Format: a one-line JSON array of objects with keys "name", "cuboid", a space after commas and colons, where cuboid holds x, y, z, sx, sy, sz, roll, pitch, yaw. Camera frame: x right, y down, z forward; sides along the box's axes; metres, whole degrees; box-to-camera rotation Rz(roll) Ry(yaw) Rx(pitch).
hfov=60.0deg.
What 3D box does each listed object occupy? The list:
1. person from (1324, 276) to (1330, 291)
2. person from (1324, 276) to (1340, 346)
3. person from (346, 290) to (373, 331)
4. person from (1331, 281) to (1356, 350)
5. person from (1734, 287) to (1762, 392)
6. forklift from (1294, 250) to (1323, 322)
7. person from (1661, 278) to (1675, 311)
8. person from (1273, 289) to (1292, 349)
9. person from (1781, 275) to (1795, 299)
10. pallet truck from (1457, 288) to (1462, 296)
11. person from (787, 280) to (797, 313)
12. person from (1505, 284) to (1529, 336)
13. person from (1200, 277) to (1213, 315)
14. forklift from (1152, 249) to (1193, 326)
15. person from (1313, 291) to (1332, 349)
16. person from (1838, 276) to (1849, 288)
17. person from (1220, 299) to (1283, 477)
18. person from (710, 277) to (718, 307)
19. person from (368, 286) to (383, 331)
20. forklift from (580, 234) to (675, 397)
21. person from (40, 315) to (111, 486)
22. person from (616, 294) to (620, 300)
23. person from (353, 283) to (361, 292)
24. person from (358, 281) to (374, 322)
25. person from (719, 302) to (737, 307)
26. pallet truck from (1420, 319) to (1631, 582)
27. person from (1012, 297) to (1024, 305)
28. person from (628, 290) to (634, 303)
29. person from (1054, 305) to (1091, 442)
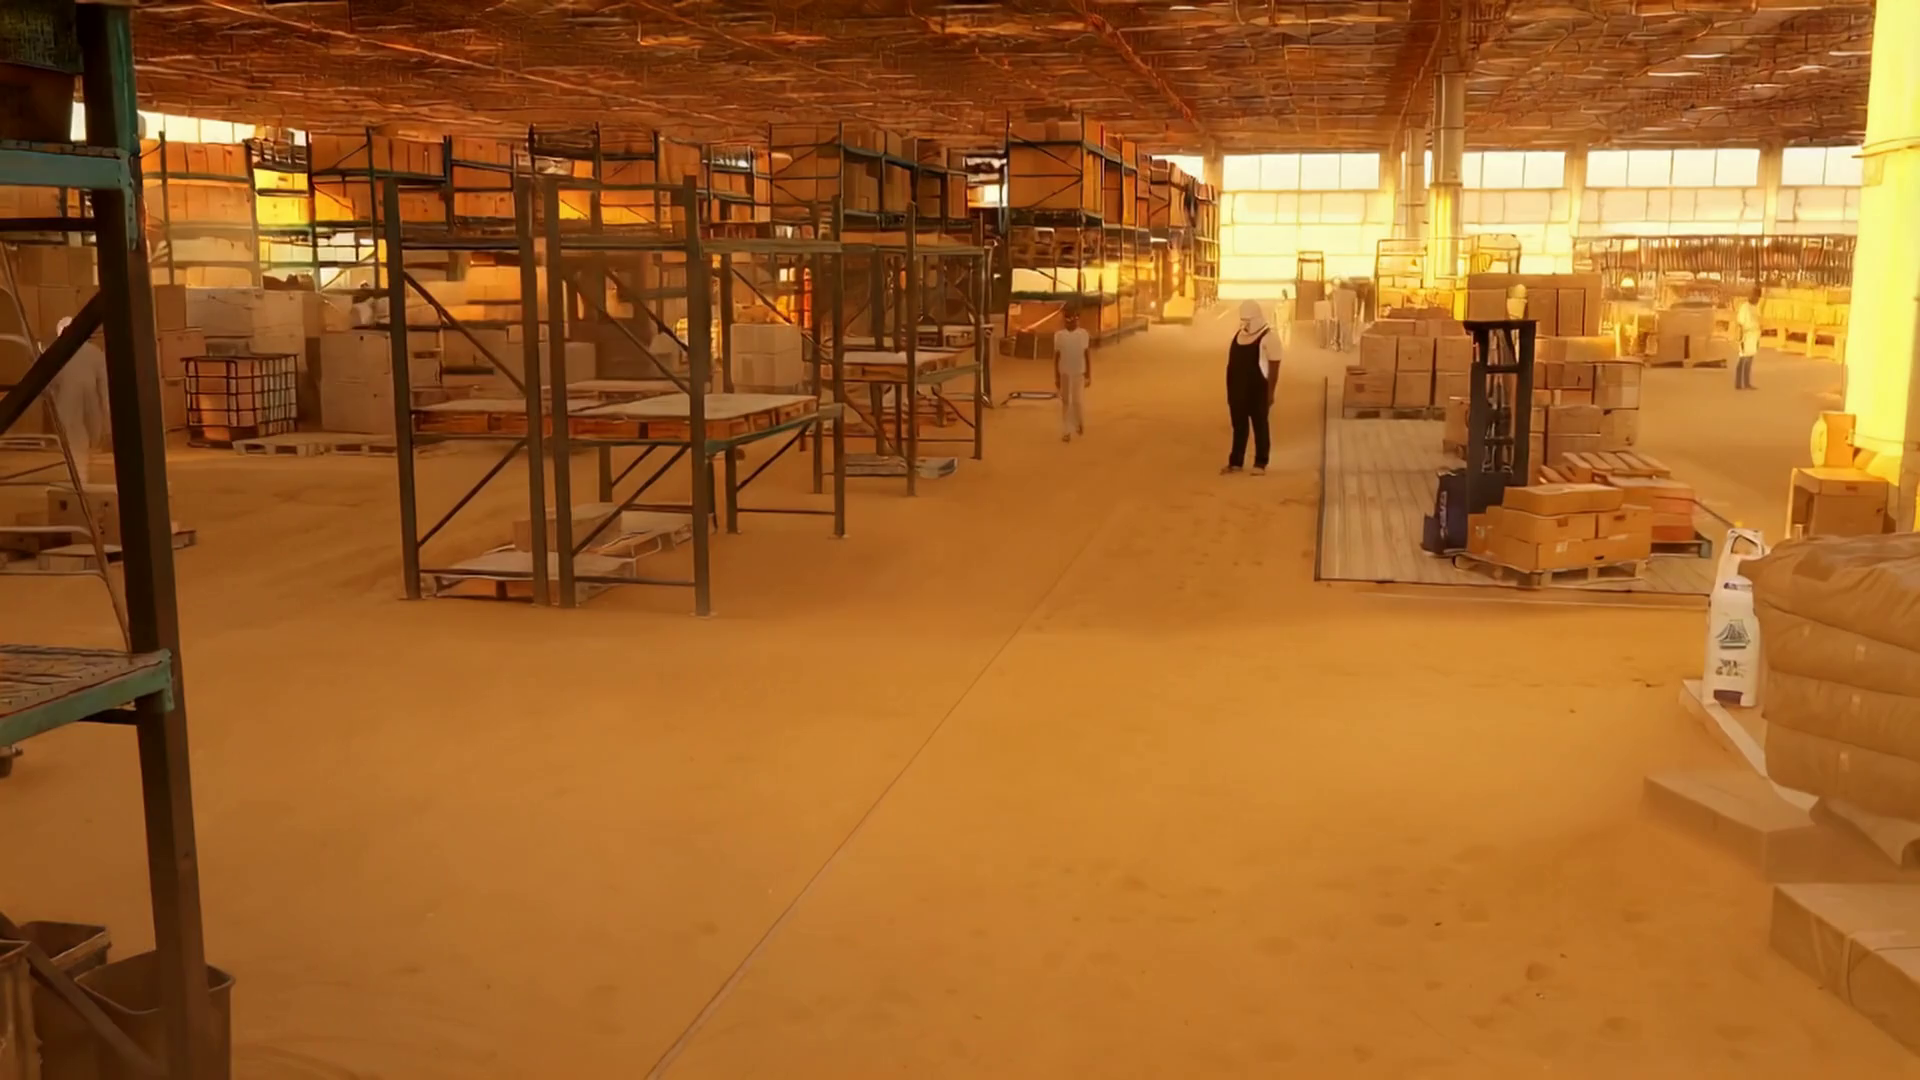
[{"name": "person", "cuboid": [19.022, -12.825, 85.933, 0.521, 1.604, 0.819, -8, 12, -38]}, {"name": "person", "cuboid": [10.693, -6.543, 47.618, 0.623, 1.996, 1.089, 4, 10, 24]}, {"name": "person", "cuboid": [-12.605, -4.338, 35.036, 0.552, 1.823, 0.629, 4, 10, 22]}, {"name": "person", "cuboid": [10.507, -6.148, 45.560, 0.649, 1.894, 0.472, 3, 10, 19]}, {"name": "person", "cuboid": [14.808, -3.759, 31.170, 0.612, 1.963, 0.363, -7, 12, -35]}, {"name": "forklift", "cuboid": [13.778, -10.002, 65.433, 1.129, 2.768, 1.873, 2, 10, 12]}, {"name": "person", "cuboid": [24.694, -8.221, 58.044, 0.403, 1.819, 0.599, 7, 12, 37]}, {"name": "person", "cuboid": [8.910, -6.142, 46.155, 0.543, 1.671, 0.647, -1, 10, -8]}, {"name": "person", "cuboid": [35.843, -10.581, 72.061, 0.601, 1.813, 0.385, -2, 10, -10]}, {"name": "pallet truck", "cuboid": [20.506, -9.785, 68.819, 0.653, 1.274, 1.630, 2, 10, 12]}, {"name": "person", "cuboid": [-7.475, -10.917, 73.958, 0.571, 1.830, 0.548, 3, 10, 16]}, {"name": "person", "cuboid": [12.582, -4.819, 37.583, 0.390, 1.920, 0.587, -7, 12, -36]}, {"name": "person", "cuboid": [10.895, -10.775, 73.474, 0.530, 1.702, 0.929, 1, 10, 4]}, {"name": "forklift", "cuboid": [7.646, -9.320, 61.395, 1.873, 2.768, 1.129, 2, 10, 11]}, {"name": "person", "cuboid": [10.076, -6.102, 46.135, 0.519, 1.591, 0.849, 3, 10, 16]}, {"name": "person", "cuboid": [37.849, -10.427, 71.215, 0.970, 1.785, 0.599, -3, 10, -16]}, {"name": "person", "cuboid": [3.289, -1.733, 18.951, 0.536, 2.000, 0.681, -9, 13, -42]}, {"name": "person", "cuboid": [-7.541, -7.059, 50.791, 0.372, 1.940, 0.631, -7, 12, -34]}, {"name": "person", "cuboid": [-14.821, -5.506, 42.000, 0.625, 1.809, 0.887, 5, 11, 29]}, {"name": "forklift", "cuboid": [-4.930, -2.999, 23.966, 1.129, 2.768, 1.873, 2, 10, 12]}, {"name": "person", "cuboid": [-9.041, -1.340, 16.975, 0.698, 1.921, 0.634, 7, 12, 36]}, {"name": "person", "cuboid": [-8.441, -5.241, 40.938, 0.522, 1.631, 0.317, 0, 10, 0]}, {"name": "person", "cuboid": [-14.266, -5.227, 40.055, 0.863, 1.908, 0.545, -7, 12, -38]}, {"name": "person", "cuboid": [-13.275, -4.793, 37.212, 0.382, 1.993, 0.609, -6, 11, -32]}, {"name": "person", "cuboid": [-5.916, -5.504, 42.468, 0.512, 1.639, 0.312, -5, 11, -28]}, {"name": "pallet truck", "cuboid": [4.543, -0.757, 13.299, 0.823, 1.965, 1.885, -4, 10, -22]}, {"name": "person", "cuboid": [2.048, -8.362, 59.015, 0.324, 1.769, 0.523, -9, 13, -44]}, {"name": "person", "cuboid": [-8.666, -5.911, 44.742, 0.538, 1.680, 0.604, 4, 10, 24]}, {"name": "person", "cuboid": [1.550, -2.294, 22.813, 0.521, 1.856, 0.665, 2, 10, 10]}]
